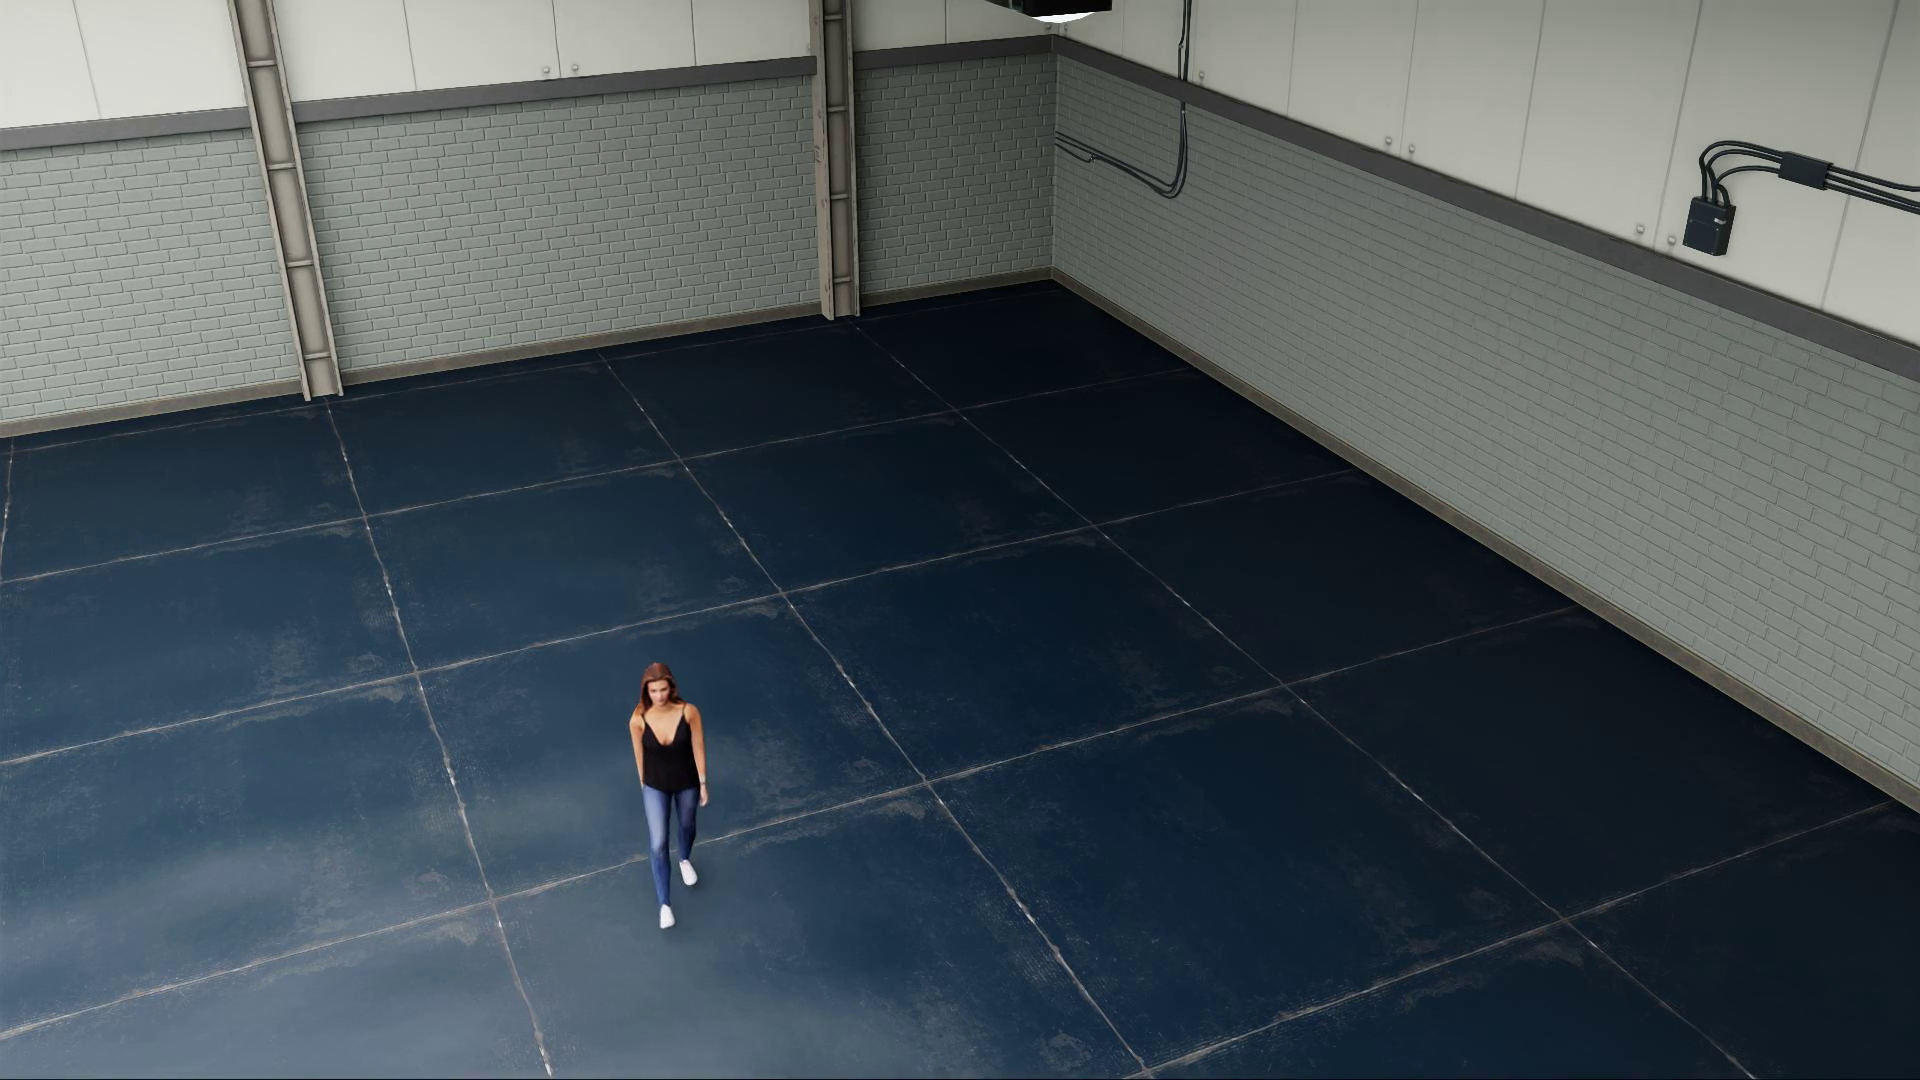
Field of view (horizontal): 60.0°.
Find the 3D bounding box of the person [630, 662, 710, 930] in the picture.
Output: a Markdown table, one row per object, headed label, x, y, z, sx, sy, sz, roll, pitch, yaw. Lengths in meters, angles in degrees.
| label | x | y | z | sx | sy | sz | roll | pitch | yaw |
| --- | --- | --- | --- | --- | --- | --- | --- | --- | --- |
| person | -1.778 | 1.450 | 10.239 | 0.930 | 1.689 | 0.724 | -8 | 28 | -16 |
